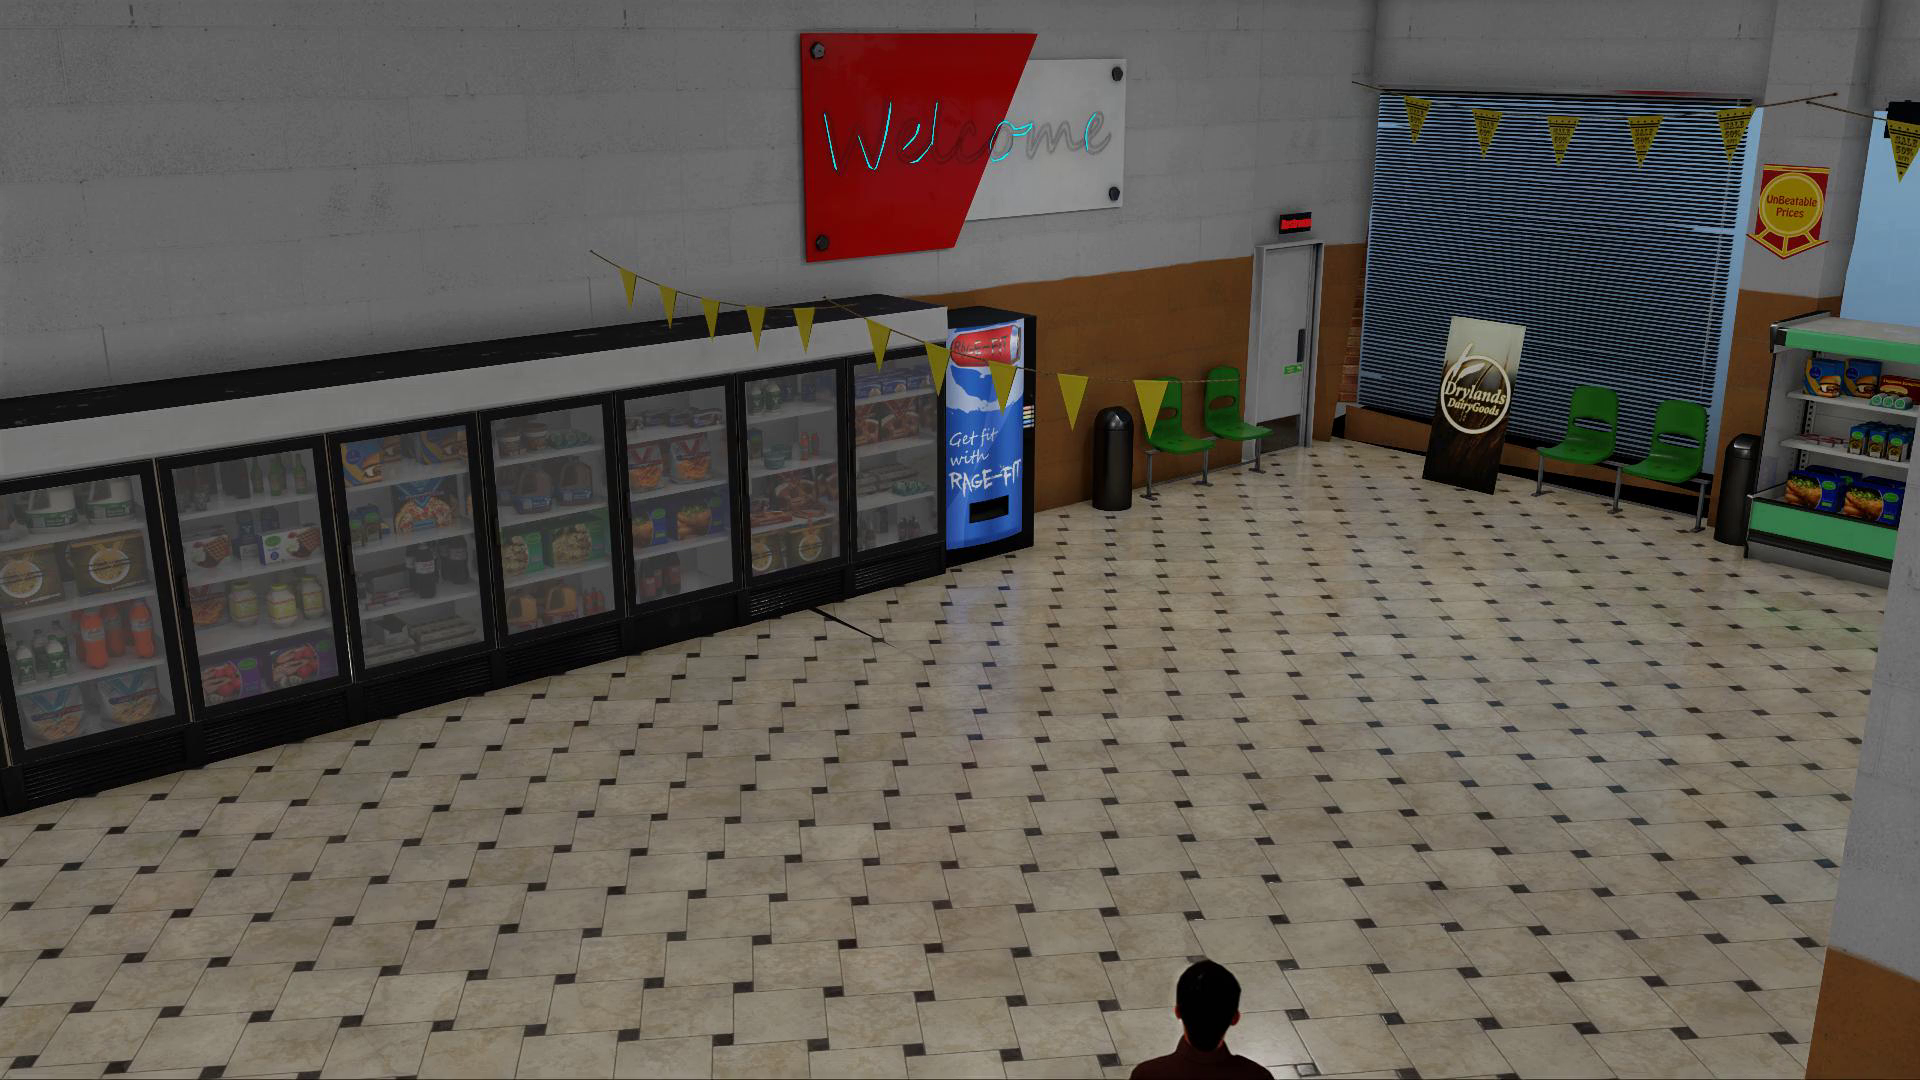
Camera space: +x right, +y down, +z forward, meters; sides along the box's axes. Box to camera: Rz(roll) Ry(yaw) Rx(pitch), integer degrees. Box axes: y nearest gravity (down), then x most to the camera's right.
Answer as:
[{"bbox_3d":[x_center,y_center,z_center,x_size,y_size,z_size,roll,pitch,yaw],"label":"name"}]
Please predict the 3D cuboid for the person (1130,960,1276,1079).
[{"bbox_3d":[0.739,2.116,5.177,0.711,1.782,0.752,0,17,1],"label":"person"}]
